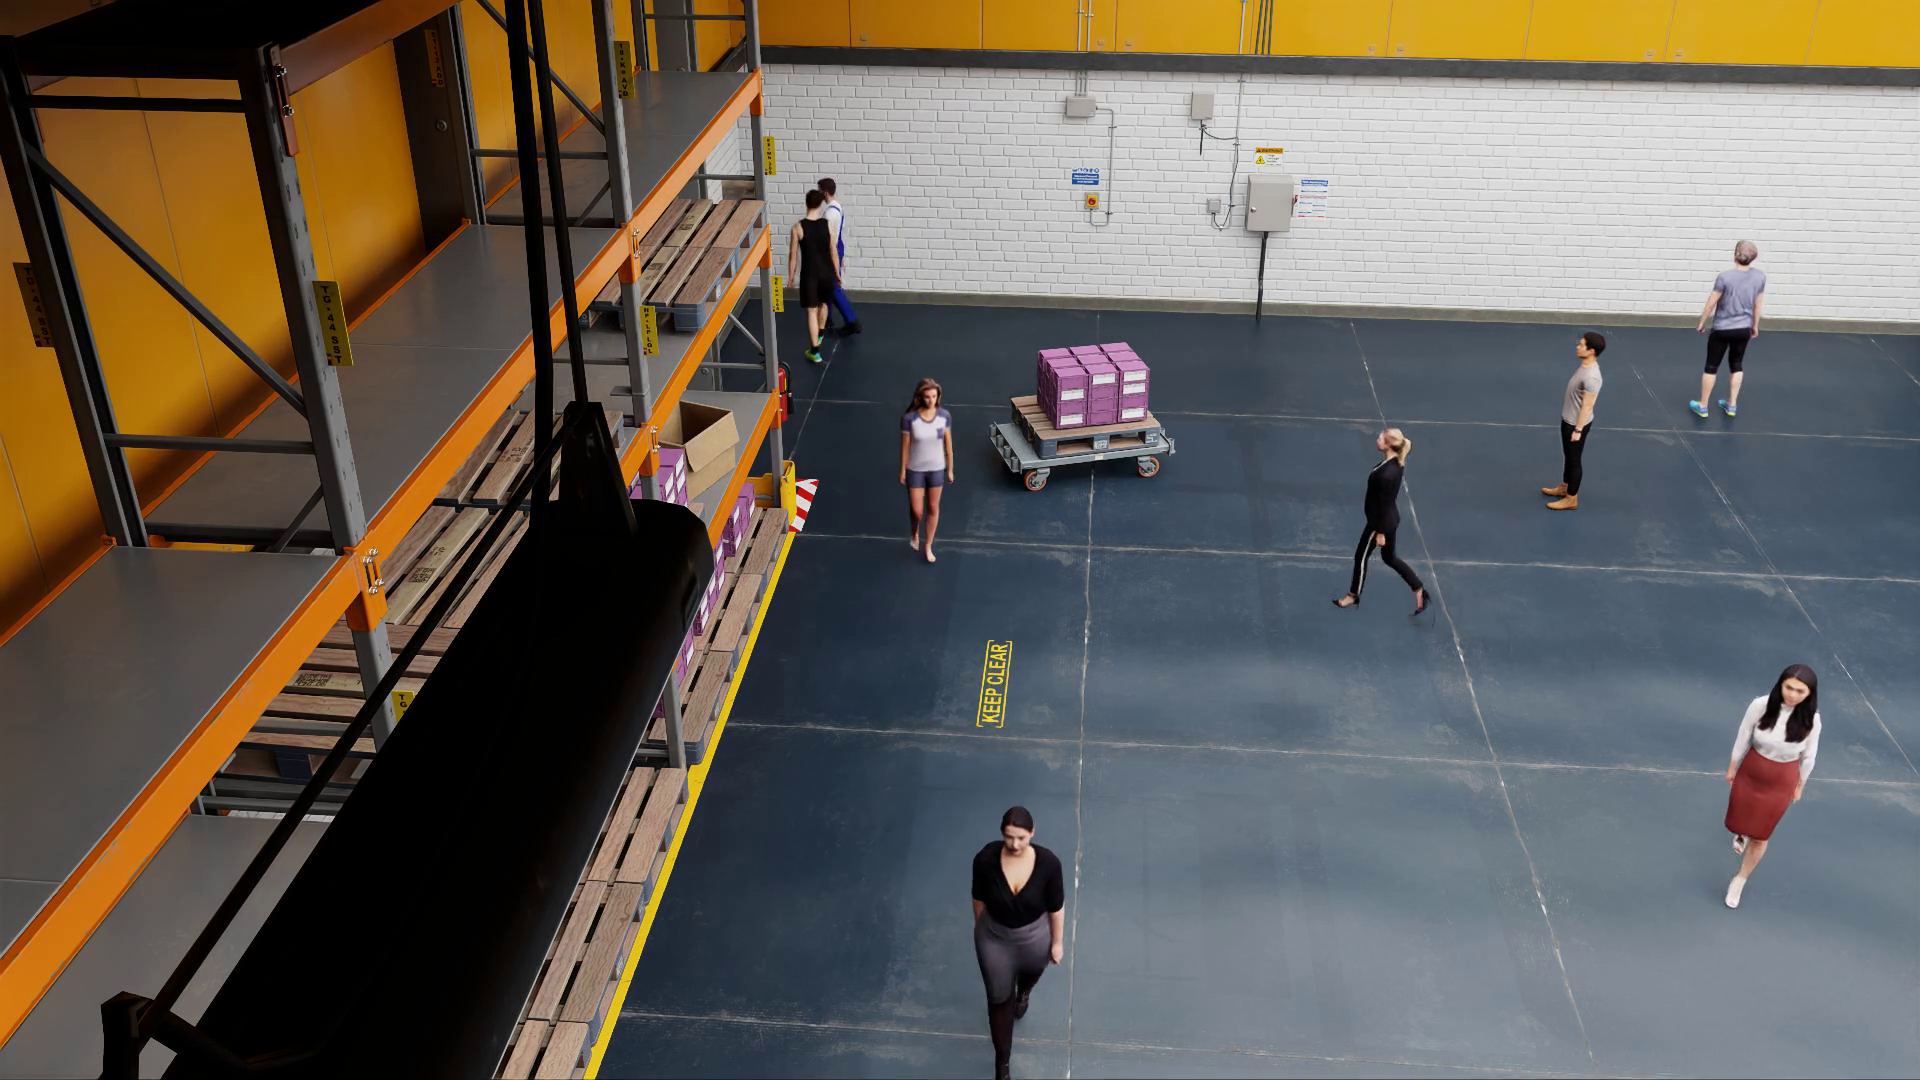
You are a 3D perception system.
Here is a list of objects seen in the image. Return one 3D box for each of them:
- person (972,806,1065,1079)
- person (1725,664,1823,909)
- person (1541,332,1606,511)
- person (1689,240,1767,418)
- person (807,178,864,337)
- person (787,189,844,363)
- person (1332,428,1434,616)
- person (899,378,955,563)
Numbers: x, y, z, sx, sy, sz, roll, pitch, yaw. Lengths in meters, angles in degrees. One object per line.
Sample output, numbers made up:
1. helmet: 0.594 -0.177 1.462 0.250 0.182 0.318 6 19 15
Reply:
1. person: 0.332 2.158 9.280 0.681 1.718 1.055 2 29 3
2. person: 5.073 1.501 10.463 0.804 1.740 0.908 17 33 29
3. person: 5.676 -1.105 15.257 0.693 1.724 0.515 7 29 12
4. person: 7.866 -2.122 16.958 0.710 1.879 0.651 2 29 4
5. person: -1.392 -3.213 19.010 0.686 1.829 0.866 3 29 6
6. person: -1.563 -2.892 18.410 0.979 1.842 1.155 -9 30 -16
7. person: 3.504 -0.095 13.449 0.959 1.682 1.081 15 32 25
8. person: -0.318 -0.642 14.410 0.717 1.721 0.744 -6 29 -10
